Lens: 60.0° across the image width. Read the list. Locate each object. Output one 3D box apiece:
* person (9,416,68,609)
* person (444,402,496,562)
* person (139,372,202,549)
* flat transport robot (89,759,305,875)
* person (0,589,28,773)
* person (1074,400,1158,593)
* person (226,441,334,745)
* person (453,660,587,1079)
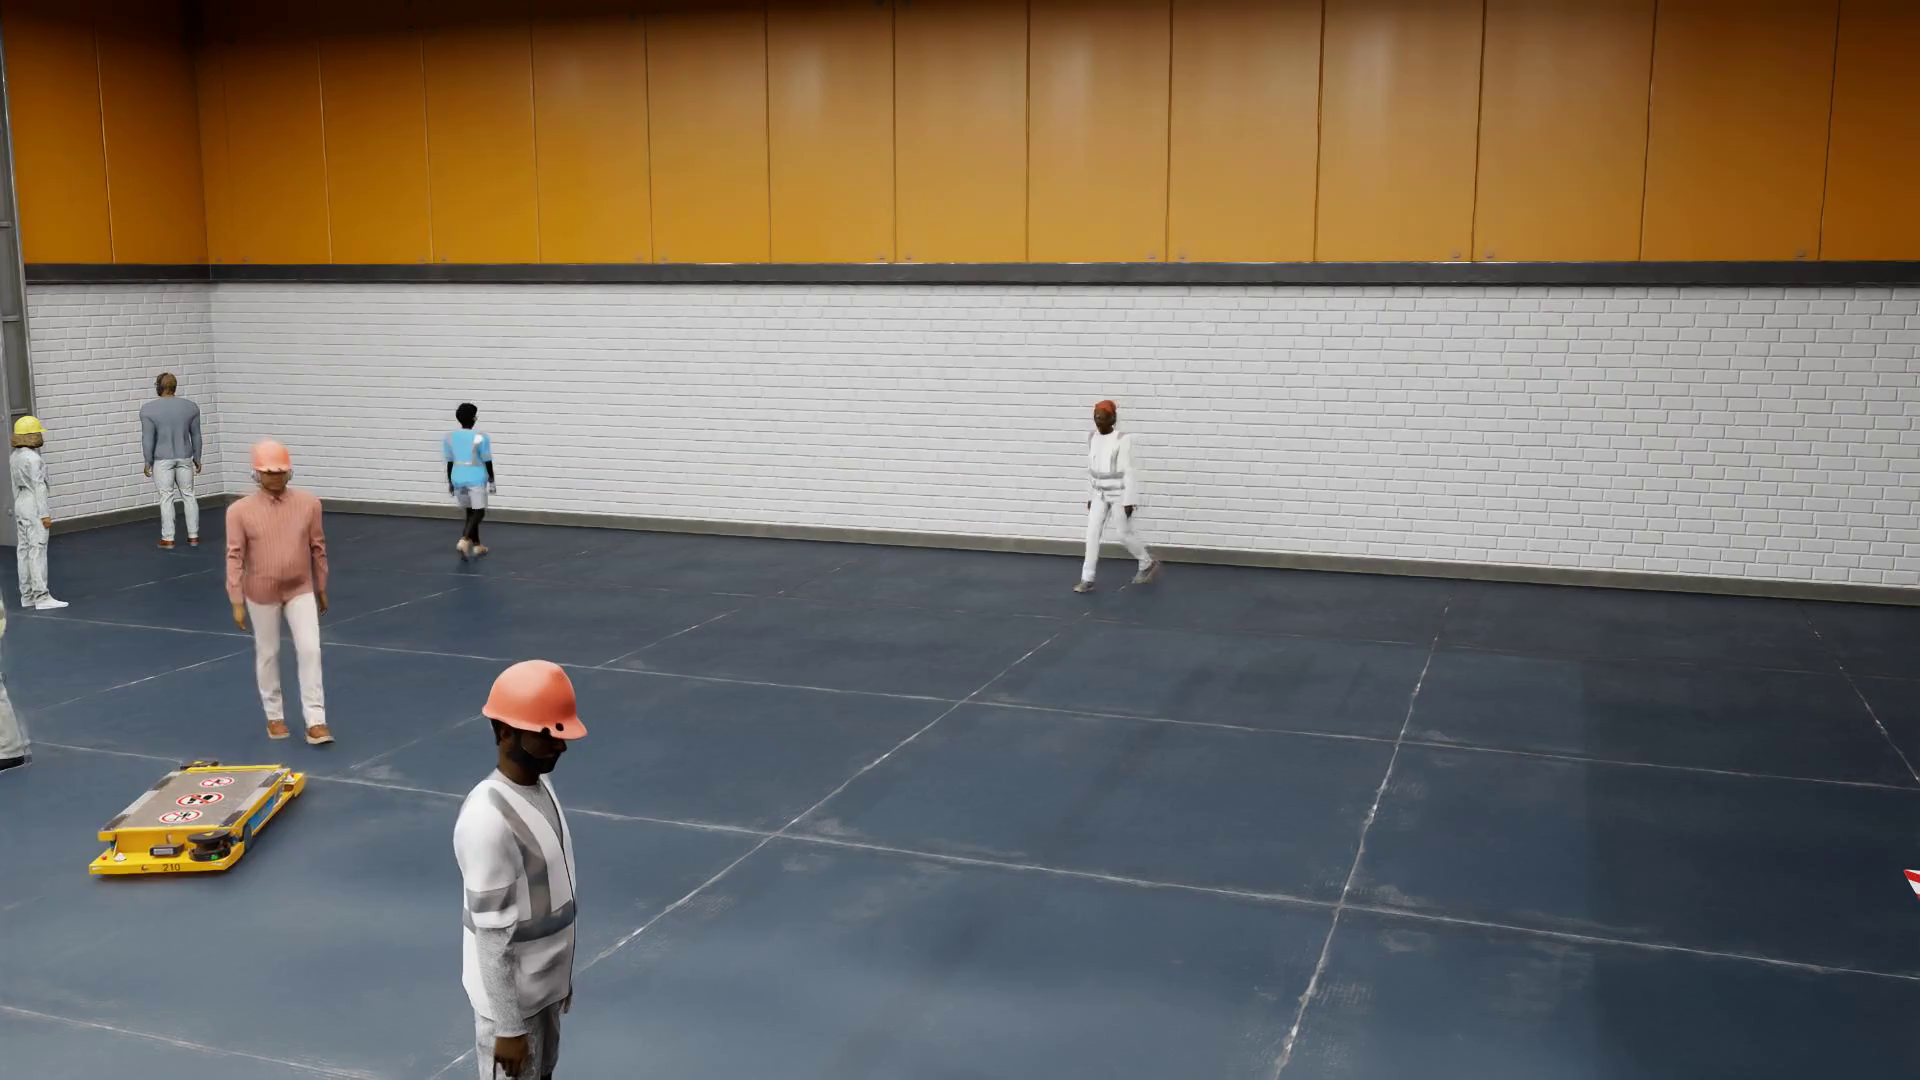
[{"bbox_3d":[-8.359,-0.249,15.029,0.483,1.745,0.299,7,11,37],"label":"person"},{"bbox_3d":[-5.179,-0.615,17.502,0.533,1.669,0.775,3,10,17],"label":"person"},{"bbox_3d":[-8.664,-0.874,18.303,0.635,1.939,0.361,-9,13,-44],"label":"person"},{"bbox_3d":[-4.073,1.463,8.966,0.652,0.197,1.431,-1,9,-6],"label":"flat transport robot"},{"bbox_3d":[-5.998,0.572,9.843,0.790,1.780,0.637,-7,12,-39],"label":"person"},{"bbox_3d":[1.487,-0.436,15.925,0.934,1.844,0.627,-8,12,-42],"label":"person"},{"bbox_3d":[-4.312,0.357,10.601,0.650,1.956,0.900,-6,11,-34],"label":"person"},{"bbox_3d":[-1.249,1.297,4.868,0.374,1.929,0.542,0,9,0],"label":"person"}]
